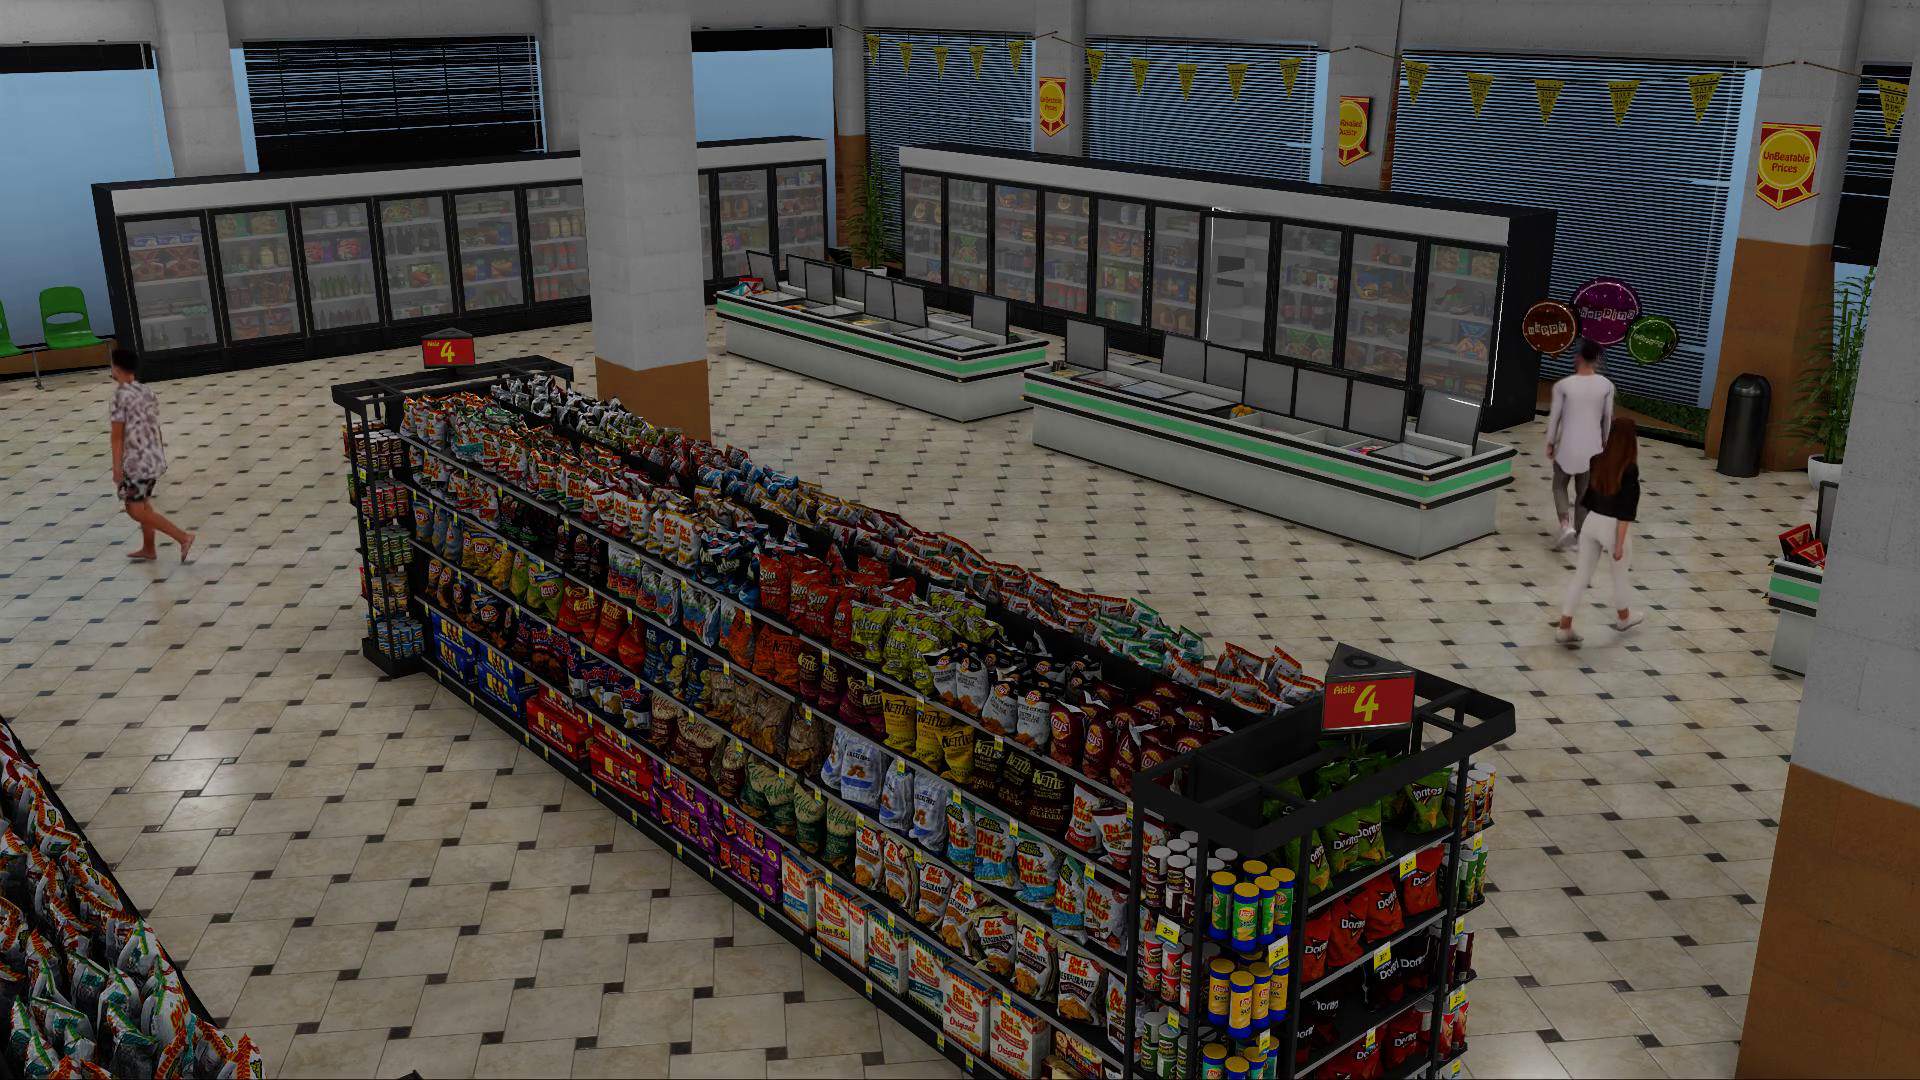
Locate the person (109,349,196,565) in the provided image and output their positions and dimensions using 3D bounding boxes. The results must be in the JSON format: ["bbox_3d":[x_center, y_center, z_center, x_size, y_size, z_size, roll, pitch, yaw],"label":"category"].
[{"bbox_3d":[-6.636,-0.643,13.579,1.100,1.795,1.020,3,19,9],"label":"person"}]

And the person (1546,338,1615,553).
[{"bbox_3d":[5.172,-0.755,13.867,0.947,1.822,1.004,3,19,9],"label":"person"}]

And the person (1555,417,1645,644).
[{"bbox_3d":[4.581,-0.020,11.947,0.769,1.657,1.093,-11,22,-30],"label":"person"}]
